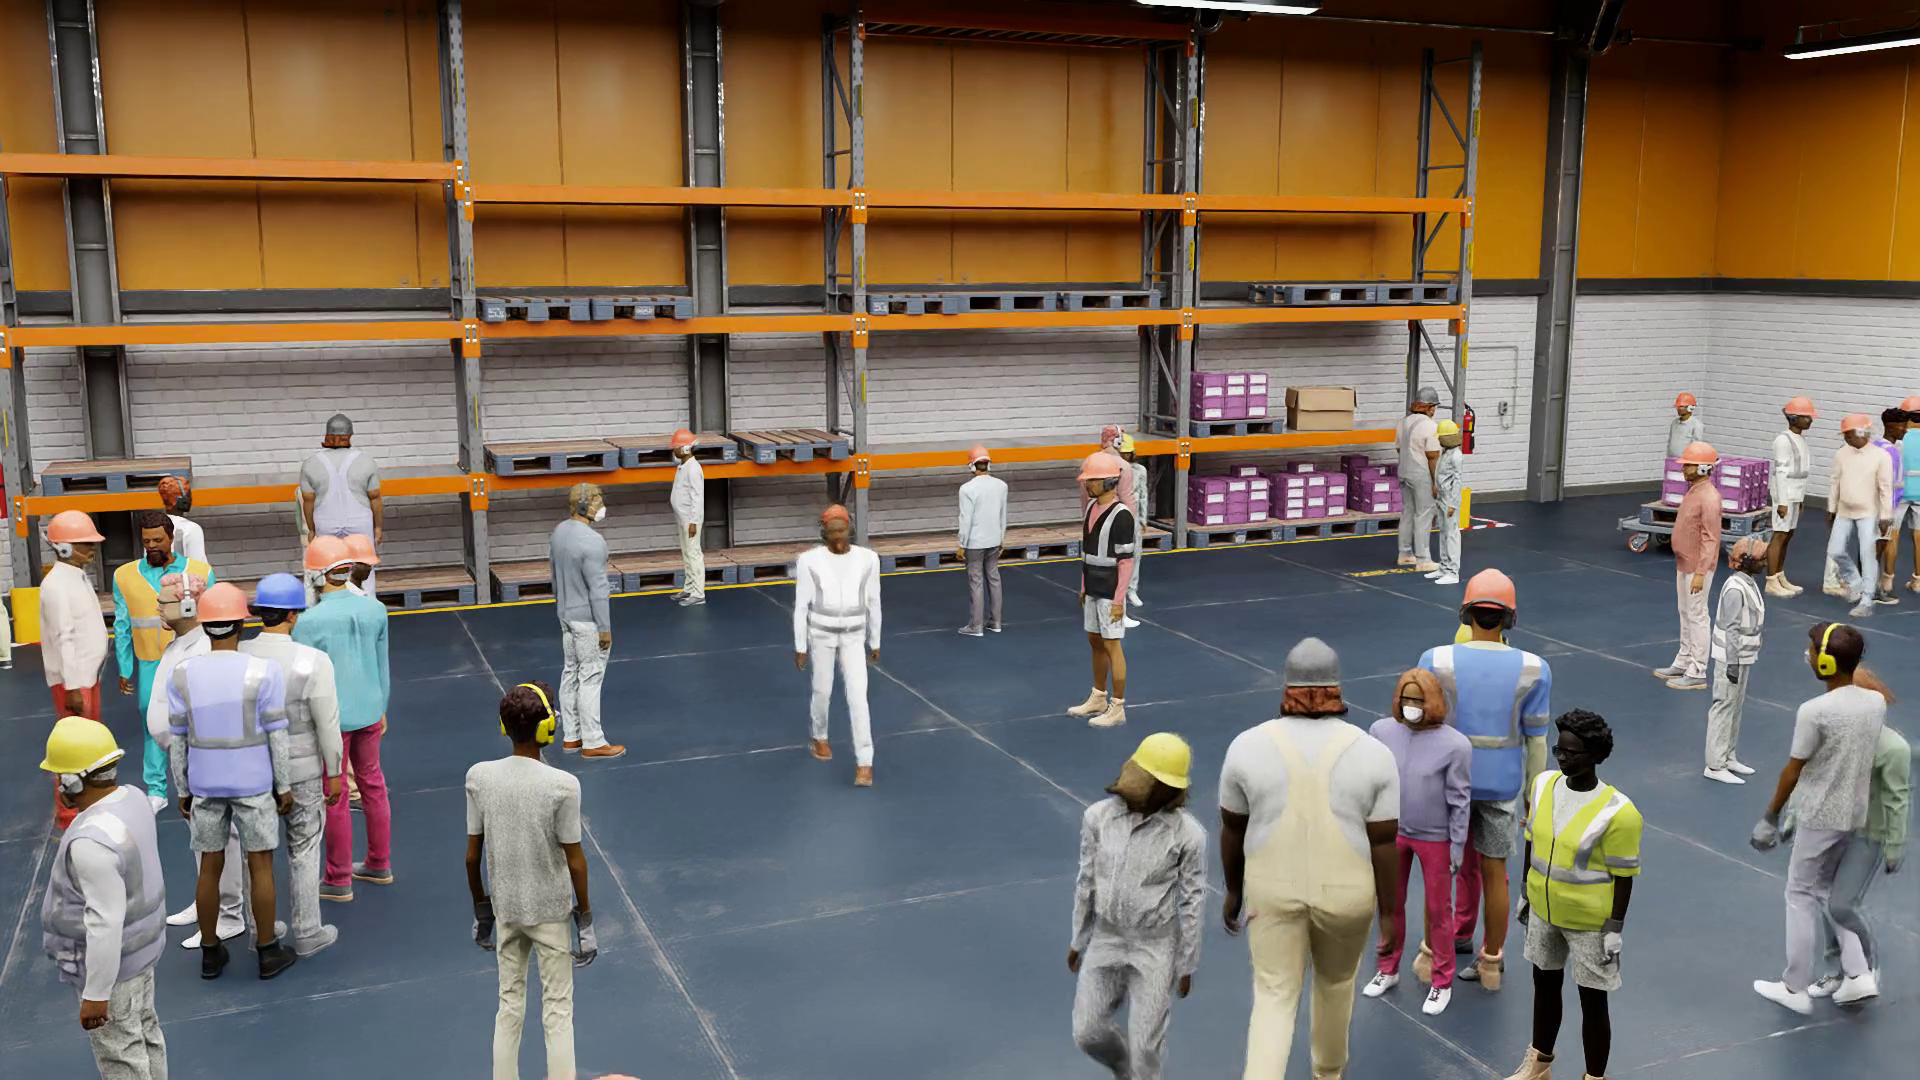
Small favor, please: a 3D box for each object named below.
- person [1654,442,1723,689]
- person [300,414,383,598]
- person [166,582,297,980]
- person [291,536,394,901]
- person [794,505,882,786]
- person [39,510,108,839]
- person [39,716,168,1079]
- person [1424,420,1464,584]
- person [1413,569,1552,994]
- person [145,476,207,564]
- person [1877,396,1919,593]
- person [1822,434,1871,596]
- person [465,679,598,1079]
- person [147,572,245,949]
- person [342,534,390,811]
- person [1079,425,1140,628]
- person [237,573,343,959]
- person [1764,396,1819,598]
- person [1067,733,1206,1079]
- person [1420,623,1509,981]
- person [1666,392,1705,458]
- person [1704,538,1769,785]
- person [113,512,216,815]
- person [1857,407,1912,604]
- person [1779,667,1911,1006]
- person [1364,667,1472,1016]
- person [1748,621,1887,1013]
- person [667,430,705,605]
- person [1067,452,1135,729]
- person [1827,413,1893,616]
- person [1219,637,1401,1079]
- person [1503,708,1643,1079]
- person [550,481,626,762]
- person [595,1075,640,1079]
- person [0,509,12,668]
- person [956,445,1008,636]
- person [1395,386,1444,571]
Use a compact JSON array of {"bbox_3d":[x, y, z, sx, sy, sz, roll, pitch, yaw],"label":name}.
[{"bbox_3d":[5.897,0.202,13.382,0.375,1.995,0.609,1,10,8],"label":"person"},{"bbox_3d":[-5.645,-0.148,15.267,0.690,2.000,0.538,-2,10,-13],"label":"person"},{"bbox_3d":[-3.525,1.165,8.076,0.554,1.922,0.445,0,10,-2],"label":"person"},{"bbox_3d":[-3.369,0.961,9.044,0.402,1.987,0.609,5,11,29],"label":"person"},{"bbox_3d":[-0.822,0.664,11.207,0.597,1.829,0.955,-2,10,-9],"label":"person"},{"bbox_3d":[-5.240,0.805,9.909,0.396,1.992,0.622,-3,10,-17],"label":"person"},{"bbox_3d":[-3.154,1.539,6.154,0.404,1.827,0.600,-2,10,-14],"label":"person"},{"bbox_3d":[5.146,-0.405,17.625,0.311,1.735,0.483,0,10,-1],"label":"person"},{"bbox_3d":[2.448,1.142,7.885,0.612,2.029,0.409,2,10,9],"label":"person"},{"bbox_3d":[-5.676,0.470,12.160,0.574,1.883,0.356,4,11,23],"label":"person"},{"bbox_3d":[9.745,-0.463,17.115,0.613,2.035,0.409,2,10,9],"label":"person"},{"bbox_3d":[9.056,-0.343,16.992,0.341,1.839,0.501,5,11,28],"label":"person"},{"bbox_3d":[-1.662,1.464,6.476,0.535,1.868,0.309,3,10,15],"label":"person"},{"bbox_3d":[-3.888,1.102,8.452,0.409,1.908,0.641,-7,12,-34],"label":"person"},{"bbox_3d":[-3.787,0.824,10.500,0.337,1.746,0.573,-3,10,-15],"label":"person"},{"bbox_3d":[1.418,-0.129,15.563,0.406,1.903,0.639,-8,13,-39],"label":"person"},{"bbox_3d":[-3.363,1.123,8.260,0.612,1.936,0.421,1,10,4],"label":"person"},{"bbox_3d":[8.465,-0.441,16.938,0.374,2.047,0.605,9,13,40],"label":"person"},{"bbox_3d":[0.667,1.562,6.361,0.514,1.707,0.498,4,11,23],"label":"person"},{"bbox_3d":[2.491,1.245,8.052,0.329,1.762,0.523,-3,10,-14],"label":"person"},{"bbox_3d":[9.043,-0.974,20.851,0.324,1.752,0.562,-3,10,-16],"label":"person"},{"bbox_3d":[5.145,0.793,11.030,0.312,1.634,0.514,7,12,34],"label":"person"},{"bbox_3d":[-4.923,0.764,10.362,0.596,1.916,0.374,-3,10,-16],"label":"person"},{"bbox_3d":[9.242,-0.354,16.674,0.369,1.963,0.609,2,10,14],"label":"person"},{"bbox_3d":[4.102,1.377,7.726,0.362,1.613,0.498,-4,11,-22],"label":"person"},{"bbox_3d":[2.105,1.375,7.694,0.501,1.625,0.294,8,13,38],"label":"person"},{"bbox_3d":[3.929,1.277,7.602,0.524,1.852,0.451,-5,11,-26],"label":"person"},{"bbox_3d":[-2.726,-0.230,16.579,0.332,1.744,0.572,-4,11,-23],"label":"person"},{"bbox_3d":[1.041,0.366,12.298,0.373,2.043,0.615,-4,11,-23],"label":"person"},{"bbox_3d":[8.785,-0.260,16.201,0.537,1.958,0.653,-5,11,-27],"label":"person"},{"bbox_3d":[1.360,1.366,6.543,0.704,2.000,0.986,3,10,14],"label":"person"},{"bbox_3d":[2.471,1.507,6.719,0.319,1.697,0.532,-6,11,-30],"label":"person"},{"bbox_3d":[-2.593,0.557,11.501,0.354,1.935,0.635,-8,13,-39],"label":"person"},{"bbox_3d":[-0.823,2.000,3.775,0.693,1.727,0.573,2,10,11],"label":"person"},{"bbox_3d":[-8.152,0.255,13.769,0.341,1.752,0.563,0,10,3],"label":"person"},{"bbox_3d":[0.178,0.000,15.261,0.573,1.741,0.343,-9,13,-42],"label":"person"},{"bbox_3d":[5.137,-0.696,18.421,0.535,2.000,0.680,-3,10,-17],"label":"person"}]
